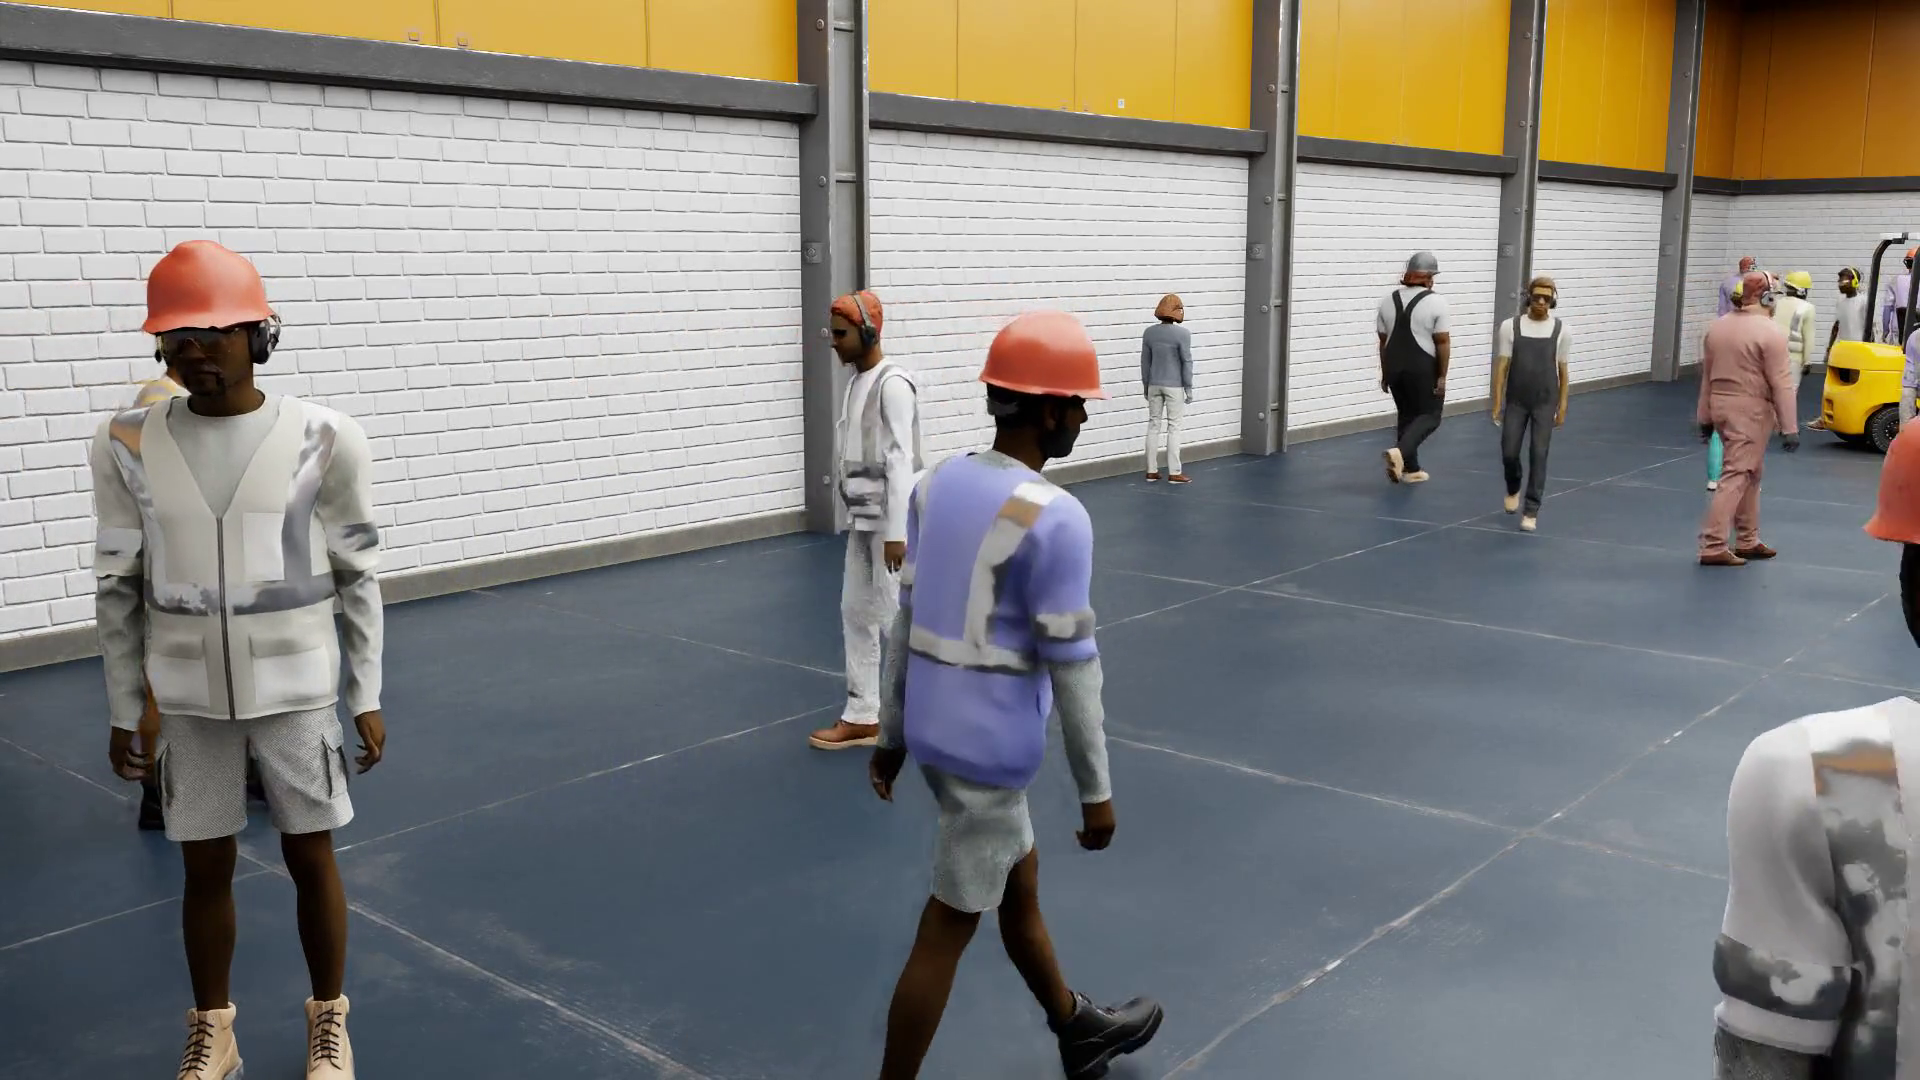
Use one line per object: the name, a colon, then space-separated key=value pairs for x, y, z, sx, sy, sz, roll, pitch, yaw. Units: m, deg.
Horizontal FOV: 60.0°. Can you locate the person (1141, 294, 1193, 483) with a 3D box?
person: x=1.795 y=-1.308 z=14.409 sx=0.504 sy=1.632 sz=0.269 roll=9 pitch=13 yaw=41

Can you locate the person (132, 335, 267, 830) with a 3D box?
person: x=-2.581 y=0.074 z=5.739 sx=0.705 sy=1.908 sz=0.555 roll=-1 pitch=10 yaw=-6

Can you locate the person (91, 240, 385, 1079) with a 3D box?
person: x=-1.640 y=0.350 z=3.808 sx=0.614 sy=2.041 sz=0.393 roll=-2 pitch=10 yaw=-10

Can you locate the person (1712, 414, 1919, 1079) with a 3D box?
person: x=1.121 y=0.767 z=1.888 sx=0.566 sy=1.885 sz=0.987 roll=2 pitch=10 yaw=10

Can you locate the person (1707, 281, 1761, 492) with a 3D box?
person: x=6.469 y=-1.270 z=13.825 sx=0.530 sy=1.765 sz=0.325 roll=9 pitch=13 yaw=41

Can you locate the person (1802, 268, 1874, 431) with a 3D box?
person: x=9.907 y=-2.103 z=18.459 sx=0.983 sy=1.805 sz=0.510 roll=-1 pitch=10 yaw=-4

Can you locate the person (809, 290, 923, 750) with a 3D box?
person: x=-0.231 y=-0.075 z=6.749 sx=0.747 sy=1.866 sz=0.629 roll=-4 pitch=11 yaw=-22

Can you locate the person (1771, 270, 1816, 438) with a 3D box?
person: x=8.708 y=-1.946 z=17.572 sx=0.806 sy=1.800 sz=0.595 roll=-5 pitch=11 yaw=-25

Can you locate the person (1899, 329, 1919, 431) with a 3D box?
person: x=5.823 y=-0.626 z=9.745 sx=0.622 sy=1.916 sz=0.425 roll=8 pitch=13 yaw=39

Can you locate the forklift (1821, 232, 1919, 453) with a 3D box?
forklift: x=9.955 y=-1.972 z=16.595 sx=2.313 sy=2.155 sz=1.214 roll=1 pitch=10 yaw=8

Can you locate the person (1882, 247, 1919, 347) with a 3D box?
person: x=12.024 y=-2.680 z=21.061 sx=0.612 sy=2.039 sz=0.390 roll=9 pitch=13 yaw=41

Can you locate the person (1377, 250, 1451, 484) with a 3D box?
person: x=3.837 y=-1.464 z=14.139 sx=0.768 sy=2.000 sz=0.687 roll=-8 pitch=13 yaw=-39

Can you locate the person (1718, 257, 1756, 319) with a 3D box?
person: x=11.009 y=-3.021 z=23.395 sx=0.648 sy=1.904 sz=0.401 roll=9 pitch=13 yaw=41

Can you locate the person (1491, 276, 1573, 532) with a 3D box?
person: x=4.132 y=-0.992 z=12.050 sx=0.534 sy=1.832 sz=0.533 roll=4 pitch=11 yaw=20

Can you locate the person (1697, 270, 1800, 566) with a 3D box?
person: x=5.101 y=-0.761 z=10.587 sx=0.789 sy=1.875 sz=0.666 roll=-2 pitch=10 yaw=-11

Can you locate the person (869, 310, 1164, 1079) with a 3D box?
person: x=0.156 y=0.442 z=3.730 sx=0.967 sy=1.884 sz=0.566 roll=-6 pitch=11 yaw=-29
